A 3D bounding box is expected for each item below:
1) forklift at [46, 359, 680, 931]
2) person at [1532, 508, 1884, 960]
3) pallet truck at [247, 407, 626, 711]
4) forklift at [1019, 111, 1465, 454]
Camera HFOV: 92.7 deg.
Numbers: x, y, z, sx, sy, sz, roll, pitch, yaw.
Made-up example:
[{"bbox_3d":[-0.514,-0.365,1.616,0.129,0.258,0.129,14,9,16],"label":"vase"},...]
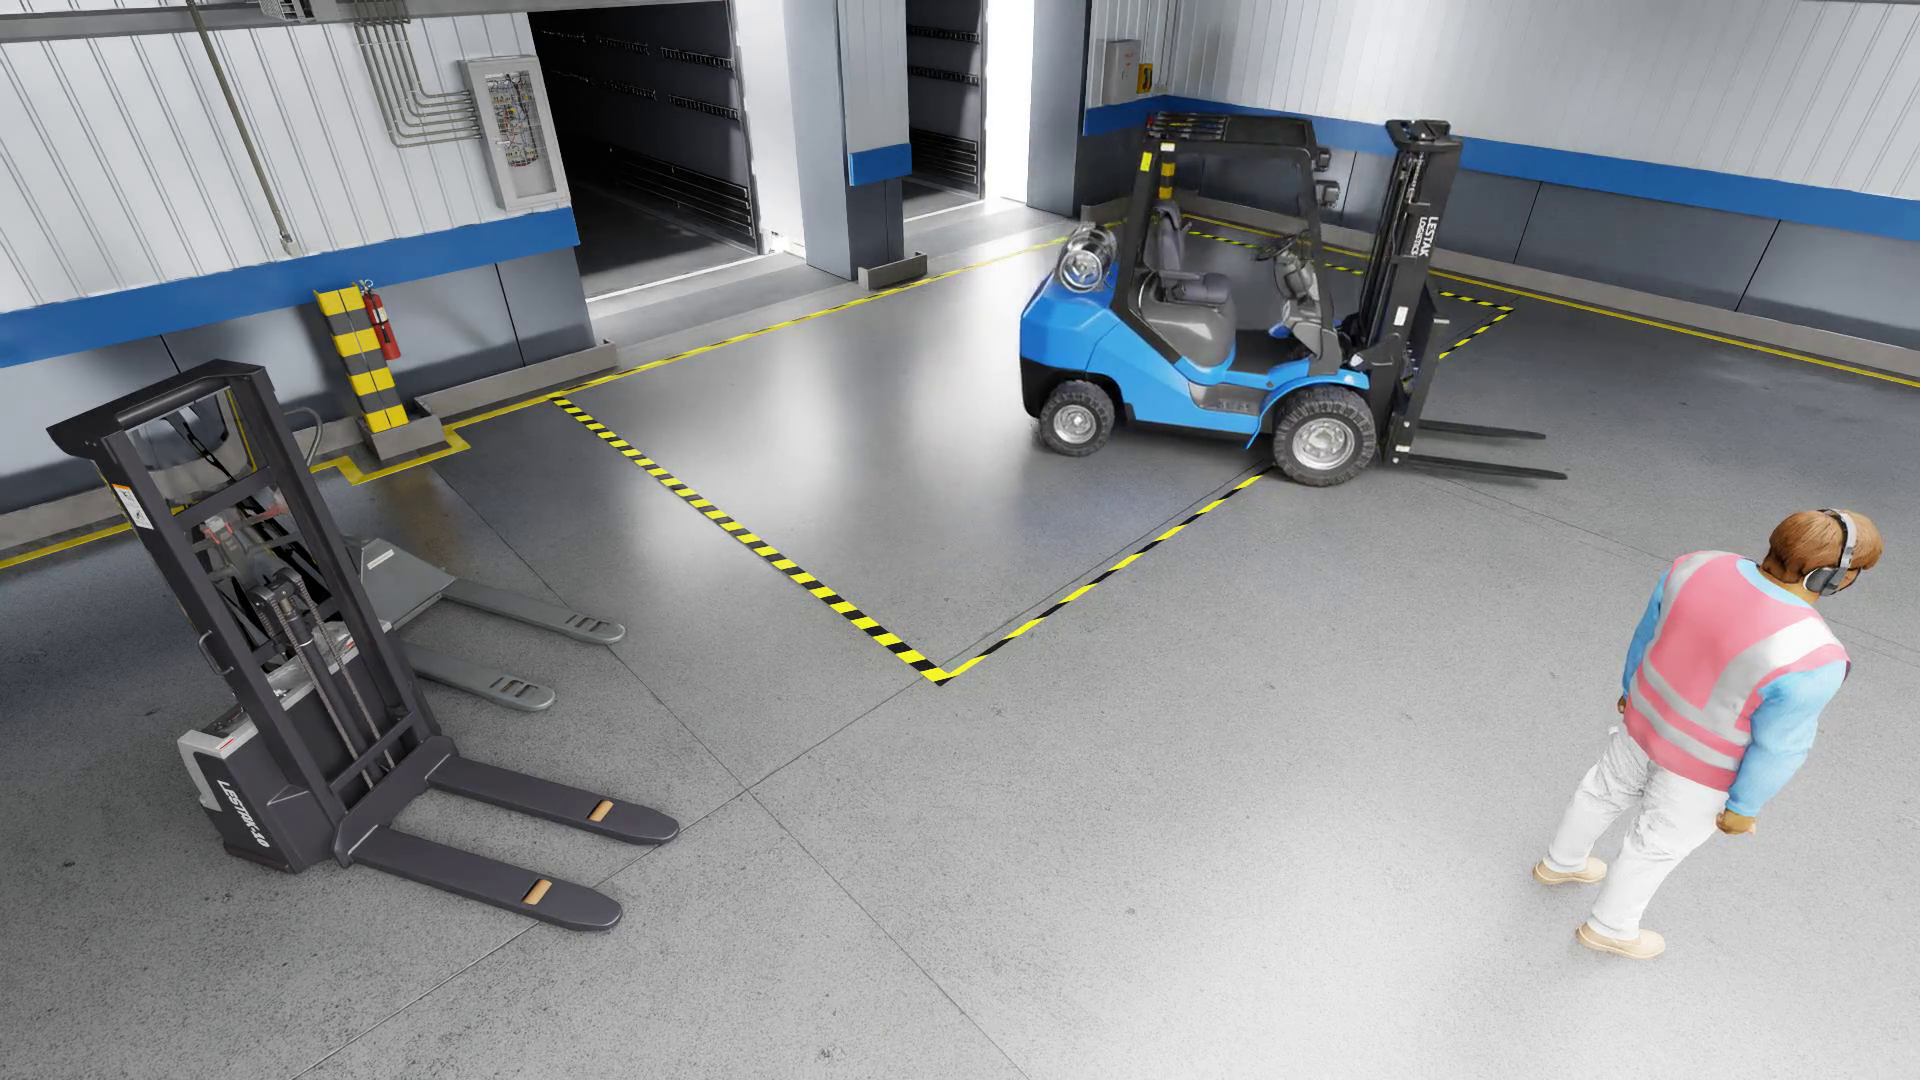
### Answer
[{"bbox_3d":[-2.135,0.422,3.354,1.885,1.965,0.823,10,35,14],"label":"forklift"},{"bbox_3d":[2.483,0.684,3.105,0.429,1.841,0.631,-1,34,-1],"label":"person"},{"bbox_3d":[-2.628,0.038,4.590,1.601,1.201,0.680,12,36,18],"label":"pallet truck"},{"bbox_3d":[1.810,-1.786,6.285,2.680,2.036,1.157,9,35,13],"label":"forklift"}]
